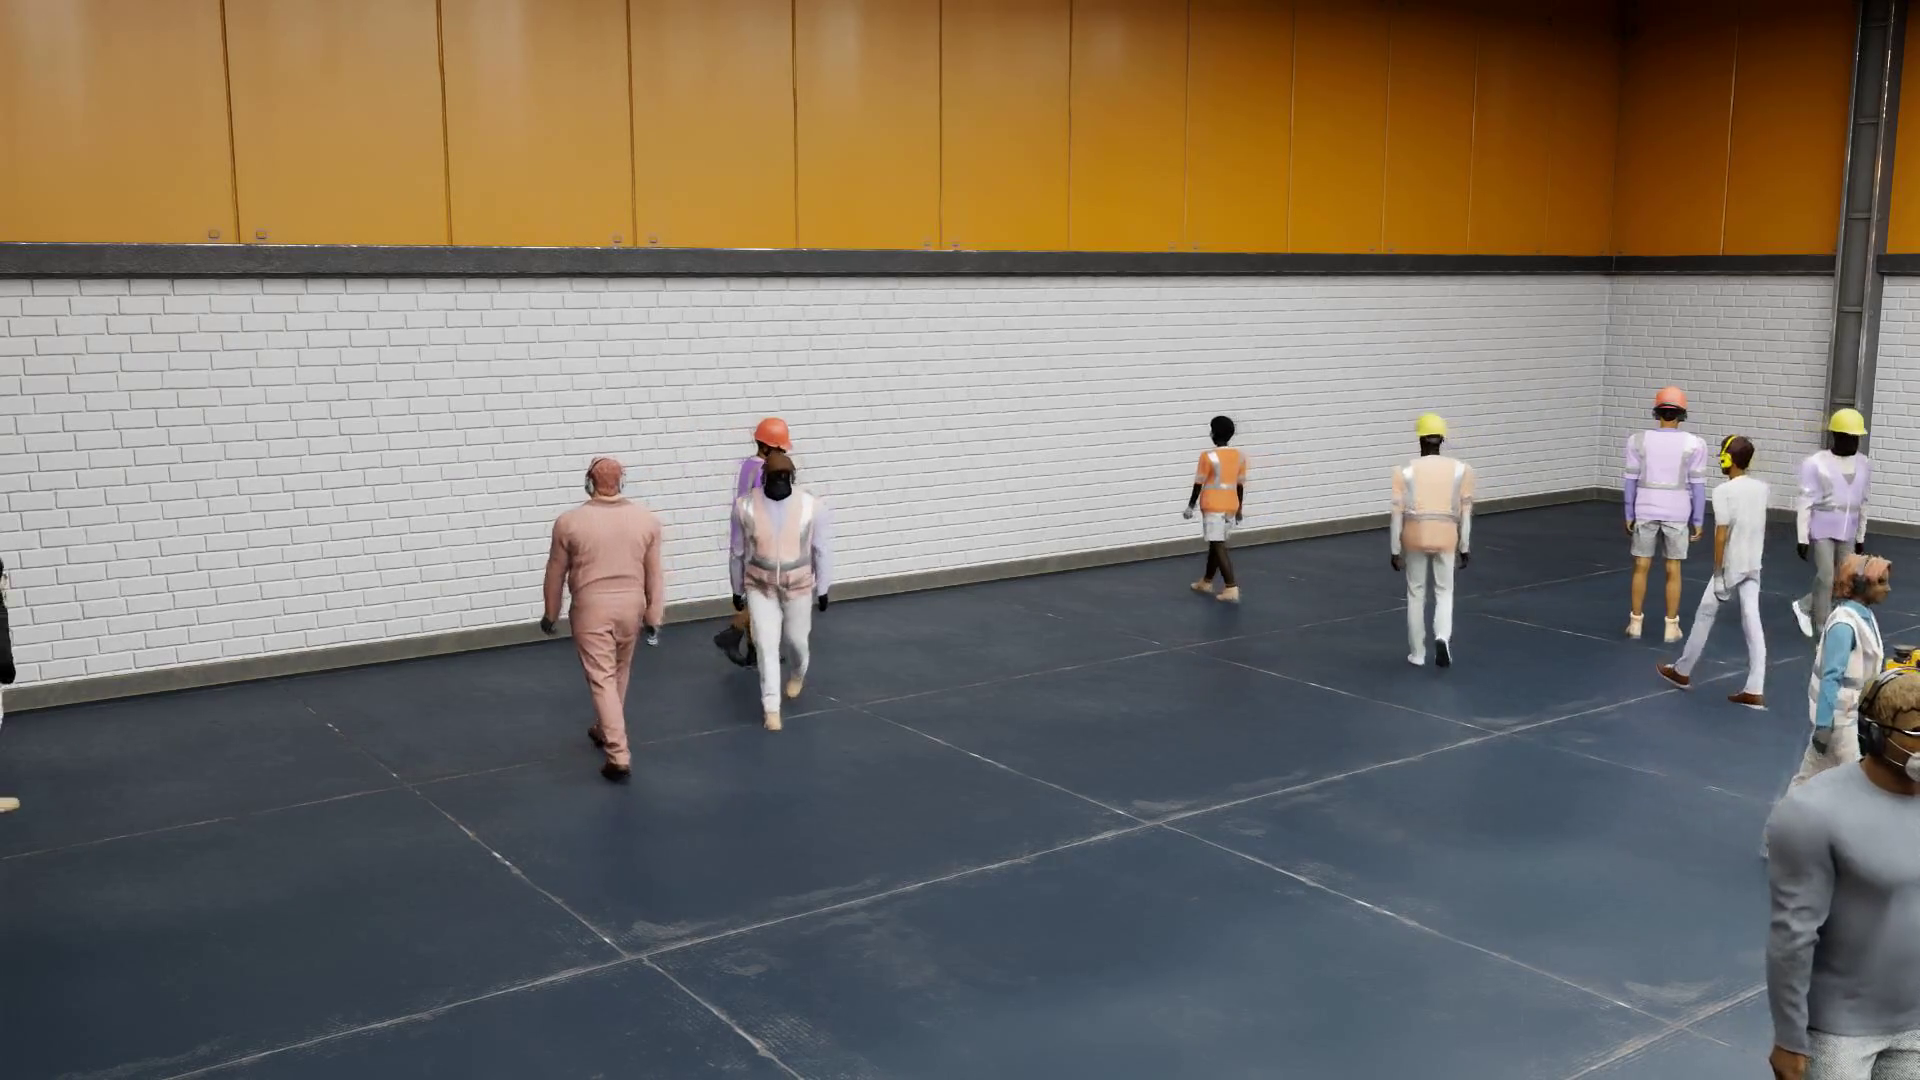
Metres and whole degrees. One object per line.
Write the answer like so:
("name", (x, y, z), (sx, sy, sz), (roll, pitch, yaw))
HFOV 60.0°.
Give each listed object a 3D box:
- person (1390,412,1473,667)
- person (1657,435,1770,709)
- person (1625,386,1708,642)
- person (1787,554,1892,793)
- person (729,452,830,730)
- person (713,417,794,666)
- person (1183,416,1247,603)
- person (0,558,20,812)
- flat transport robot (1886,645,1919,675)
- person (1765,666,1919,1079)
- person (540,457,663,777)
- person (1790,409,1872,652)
("person", (3.457, 0.022, 12.236), (0.595, 1.912, 0.562), (1, 9, 8))
("person", (5.259, 0.194, 11.445), (0.492, 1.823, 0.939), (-3, 10, -16))
("person", (5.625, -0.209, 13.296), (0.609, 2.036, 0.408), (5, 11, 30))
("person", (4.322, 0.873, 7.944), (0.830, 1.600, 0.549), (7, 11, 35))
("person", (-1.189, 0.286, 10.958), (0.650, 1.807, 0.798), (-1, 9, -6))
("person", (-1.499, 0.041, 12.202), (0.547, 1.896, 0.545), (-4, 10, -24))
("person", (2.304, -0.284, 14.903), (0.535, 1.662, 0.751), (-7, 12, -38))
("person", (-5.454, 0.604, 9.016), (0.780, 1.806, 0.440), (3, 10, 21))
("flat transport robot", (7.201, 0.961, 11.497), (0.652, 0.197, 1.431), (-2, 9, -9))
("person", (2.402, 1.280, 4.404), (0.629, 1.940, 0.367), (-3, 10, -16))
("person", (-2.107, 0.436, 9.888), (0.657, 1.857, 1.019), (-6, 11, -32))
("person", (6.686, -0.076, 12.845), (0.588, 1.912, 0.634), (-2, 9, -11))
